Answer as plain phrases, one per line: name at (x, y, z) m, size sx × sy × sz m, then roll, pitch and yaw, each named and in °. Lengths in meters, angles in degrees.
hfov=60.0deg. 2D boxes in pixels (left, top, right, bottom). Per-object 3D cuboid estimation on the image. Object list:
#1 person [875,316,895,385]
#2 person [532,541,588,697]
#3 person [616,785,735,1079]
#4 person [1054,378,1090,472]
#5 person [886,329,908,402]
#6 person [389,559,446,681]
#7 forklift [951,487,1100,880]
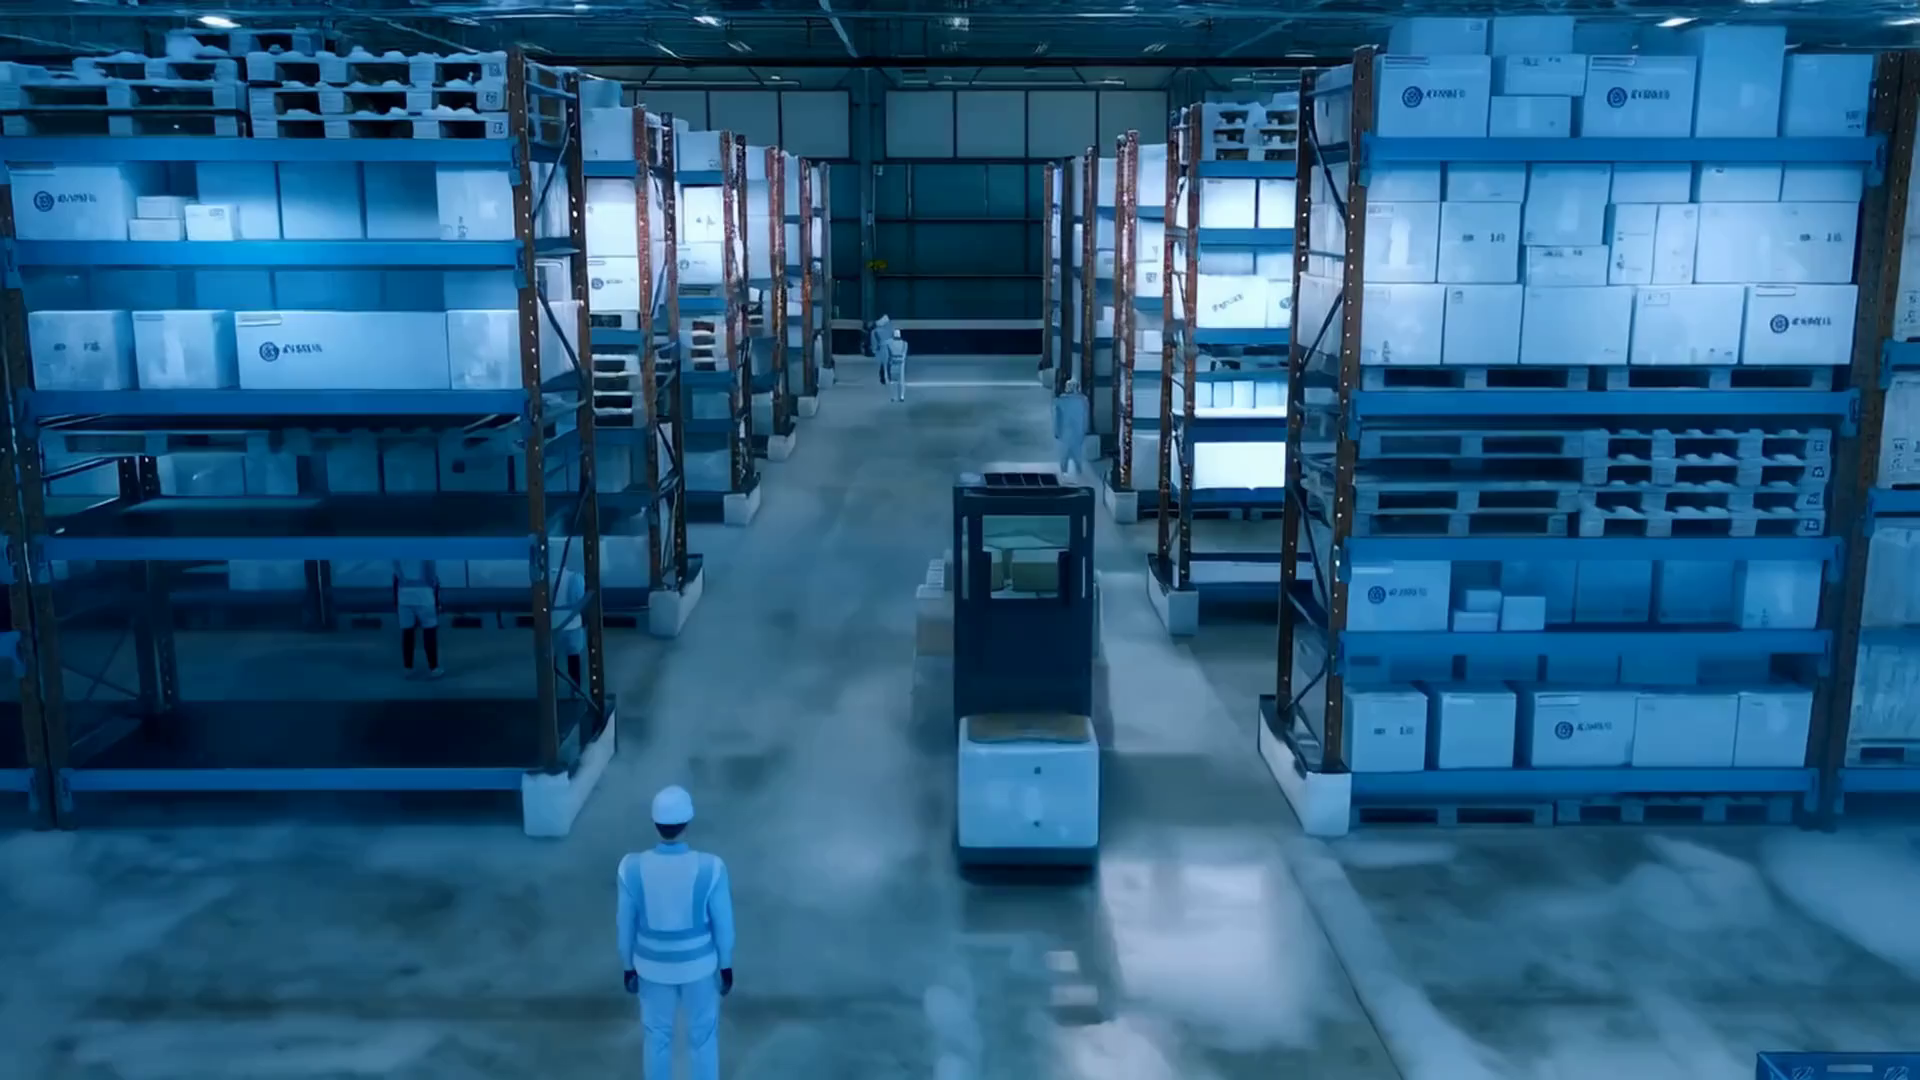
person at (-2.068, -5.267, 46.207) m, size 0.596 × 1.914 × 0.373 m, roll 0°, pitch 11°, yaw -1°
person at (-3.936, 0.852, 16.419) m, size 0.540 × 1.695 × 0.317 m, roll 0°, pitch 11°, yaw -1°
person at (-1.505, 2.252, 8.867) m, size 0.615 × 1.943 × 0.409 m, roll 0°, pitch 11°, yaw -1°
person at (2.010, -1.962, 29.855) m, size 0.651 × 1.904 × 0.403 m, roll 0°, pitch 11°, yaw -1°
person at (-1.599, -4.428, 42.222) m, size 0.570 × 1.843 × 0.372 m, roll 0°, pitch 11°, yaw -1°
person at (-5.694, 0.641, 17.467) m, size 0.540 × 1.695 × 0.317 m, roll 0°, pitch 11°, yaw -1°
forklift at (0.496, 0.986, 12.813) m, size 1.129 × 2.768 × 1.873 m, roll 0°, pitch 11°, yaw -1°
